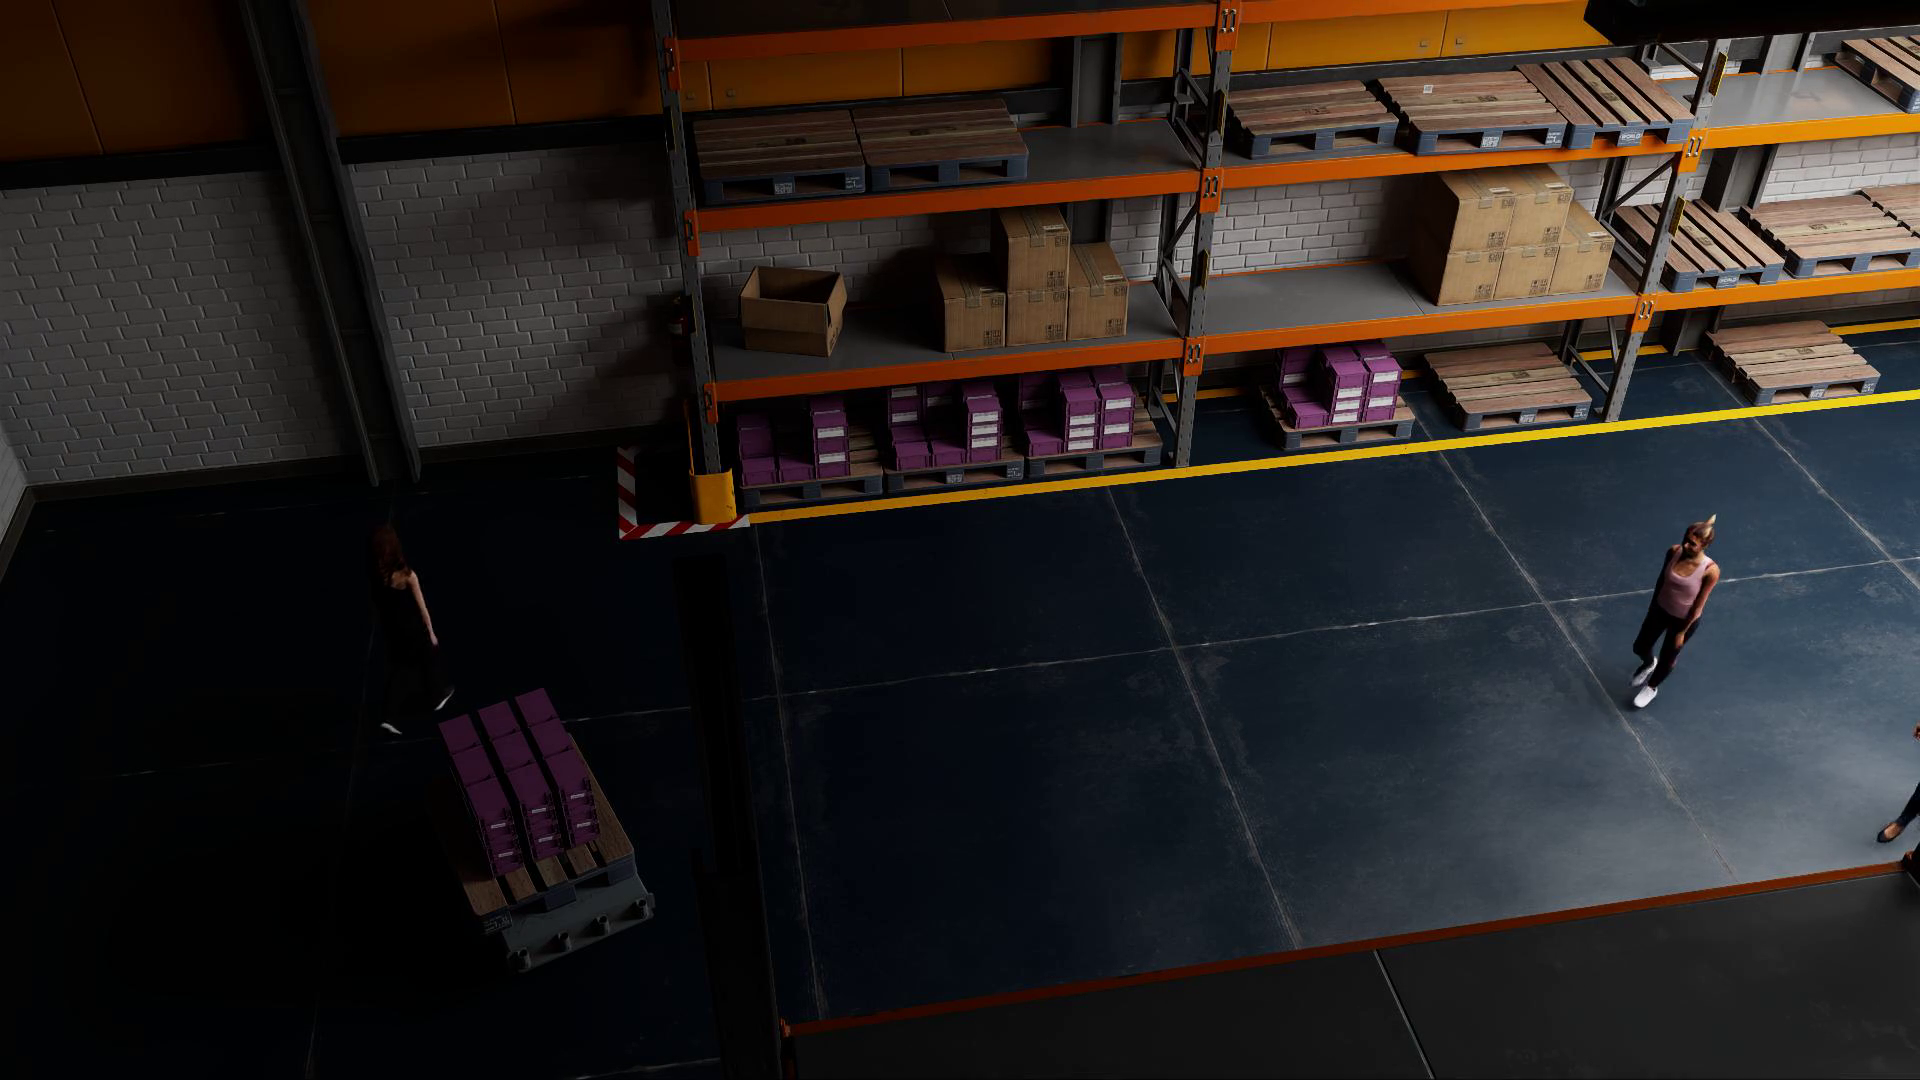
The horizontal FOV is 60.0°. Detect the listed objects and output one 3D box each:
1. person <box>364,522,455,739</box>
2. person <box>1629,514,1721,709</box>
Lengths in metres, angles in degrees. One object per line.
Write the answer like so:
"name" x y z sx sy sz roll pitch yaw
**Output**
"person" -3.863 0.649 11.434 1.020 1.727 0.920 10 40 13
"person" 5.083 0.487 11.707 0.751 1.640 0.690 -25 45 -28
